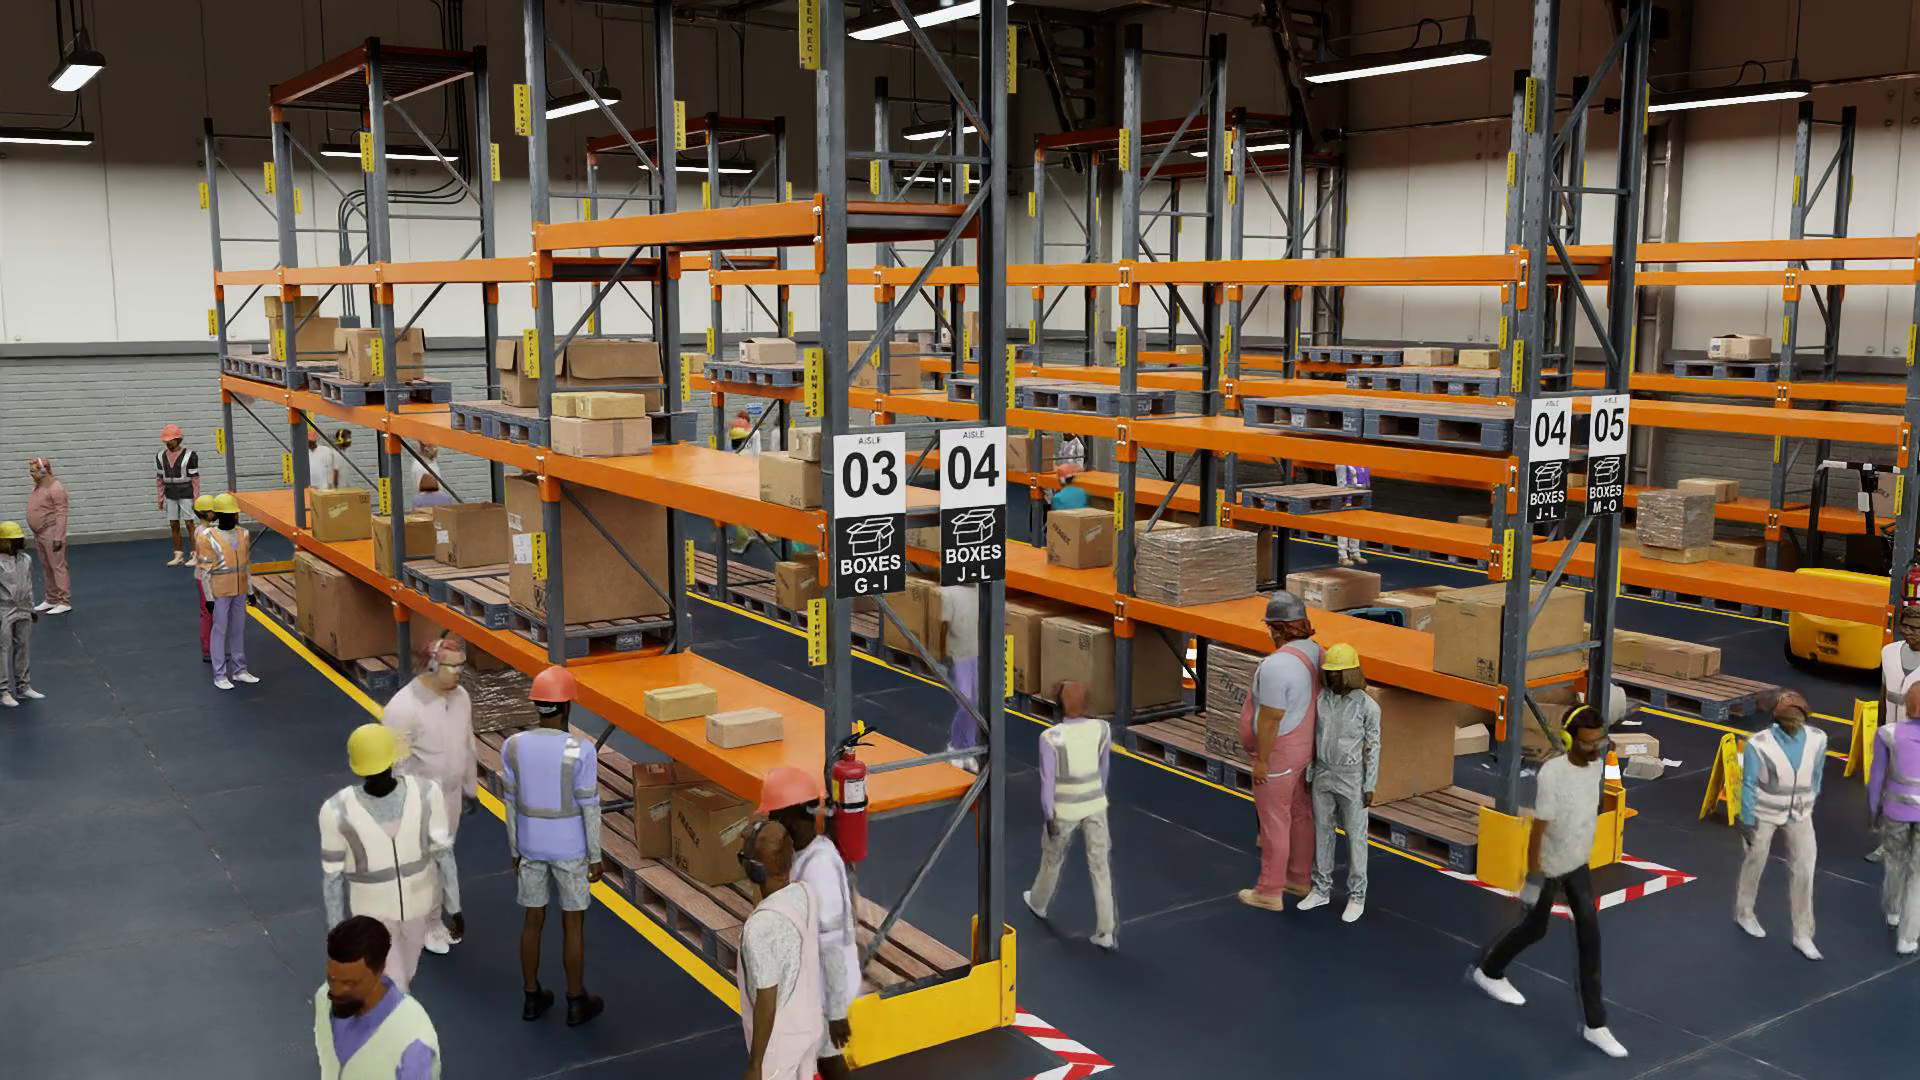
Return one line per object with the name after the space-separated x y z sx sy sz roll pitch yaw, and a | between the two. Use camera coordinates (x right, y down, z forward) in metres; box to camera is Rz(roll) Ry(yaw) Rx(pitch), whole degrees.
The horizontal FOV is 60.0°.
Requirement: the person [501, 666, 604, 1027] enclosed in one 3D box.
-2.155 1.628 8.902 0.546 1.928 0.384 2 9 13 | person

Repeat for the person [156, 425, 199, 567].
-11.064 -0.615 23.514 0.612 2.030 0.410 1 9 5 | person

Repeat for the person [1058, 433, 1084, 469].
1.805 -1.043 27.047 0.404 1.824 0.591 -5 10 -30 | person

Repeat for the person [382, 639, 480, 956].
-3.079 1.510 9.821 0.520 1.882 0.677 4 9 24 | person

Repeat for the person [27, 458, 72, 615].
-11.074 -0.051 20.173 0.639 1.902 0.406 7 11 38 | person

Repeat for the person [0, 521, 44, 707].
-8.957 0.688 15.764 0.310 1.744 0.486 3 9 17 | person

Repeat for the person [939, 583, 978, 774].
0.090 0.977 13.449 0.548 1.859 0.385 -6 10 -35 | person

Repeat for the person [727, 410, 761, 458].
-3.689 -1.290 28.500 0.599 1.873 0.424 1 9 4 | person

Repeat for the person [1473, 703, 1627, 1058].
3.148 1.708 8.796 0.597 1.814 0.950 -4 10 -27 | person

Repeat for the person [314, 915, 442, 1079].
-1.958 2.141 5.667 0.615 1.875 0.513 5 10 29 | person

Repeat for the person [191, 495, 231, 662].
-7.921 0.404 17.575 0.307 1.772 0.525 -3 9 -20 | person

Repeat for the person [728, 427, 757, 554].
-3.221 -0.711 24.528 0.548 1.910 0.590 8 12 44 | person

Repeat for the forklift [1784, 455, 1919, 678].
9.643 0.253 17.172 2.313 2.155 1.214 -6 10 -33 | forklift

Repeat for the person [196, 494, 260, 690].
-7.213 0.498 16.419 0.362 1.928 0.587 4 9 24 | person

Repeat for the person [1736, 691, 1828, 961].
4.865 1.652 9.837 0.536 1.585 0.753 0 9 -1 | person

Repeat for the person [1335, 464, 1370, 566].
5.629 -0.559 23.744 0.624 1.844 0.429 -7 11 -38 | person

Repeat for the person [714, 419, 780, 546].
-3.317 -0.868 25.358 1.067 1.976 0.620 2 9 15 | person

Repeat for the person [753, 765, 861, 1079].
-0.654 1.909 7.104 0.609 1.900 0.583 -1 9 -7 | person

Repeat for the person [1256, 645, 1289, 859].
2.222 1.366 11.447 0.323 1.686 0.538 -3 9 -19 | person

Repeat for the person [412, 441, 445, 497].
-7.327 -0.474 23.006 0.405 1.913 0.665 -1 9 -5 | person

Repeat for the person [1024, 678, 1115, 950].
0.694 1.622 10.067 0.523 1.587 0.901 -3 9 -22 | person

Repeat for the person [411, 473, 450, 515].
-6.735 -0.055 21.200 0.500 1.590 0.852 -4 9 -23 | person

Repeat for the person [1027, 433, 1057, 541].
1.277 -0.835 26.049 0.540 1.700 0.315 5 10 29 | person

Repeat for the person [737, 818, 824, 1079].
-0.718 2.008 6.647 0.327 1.842 0.511 3 9 21 | person

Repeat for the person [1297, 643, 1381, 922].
2.361 1.498 10.372 0.493 1.743 0.299 7 11 41 | person

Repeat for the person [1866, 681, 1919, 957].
5.747 1.631 9.933 0.526 1.606 0.771 8 12 42 | person

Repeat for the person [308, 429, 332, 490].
-10.330 -0.935 26.600 0.574 1.738 0.352 -4 9 -23 | person

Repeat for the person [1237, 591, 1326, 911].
2.053 1.313 10.621 0.535 2.000 0.686 7 11 41 | person

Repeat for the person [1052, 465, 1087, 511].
1.368 -0.103 21.174 0.579 1.700 0.912 -6 10 -33 | person

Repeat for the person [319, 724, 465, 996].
-2.802 1.772 8.160 0.611 1.865 0.994 -6 11 -36 | person

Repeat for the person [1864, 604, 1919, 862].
6.438 1.331 11.195 0.392 1.836 0.561 -4 9 -22 | person
